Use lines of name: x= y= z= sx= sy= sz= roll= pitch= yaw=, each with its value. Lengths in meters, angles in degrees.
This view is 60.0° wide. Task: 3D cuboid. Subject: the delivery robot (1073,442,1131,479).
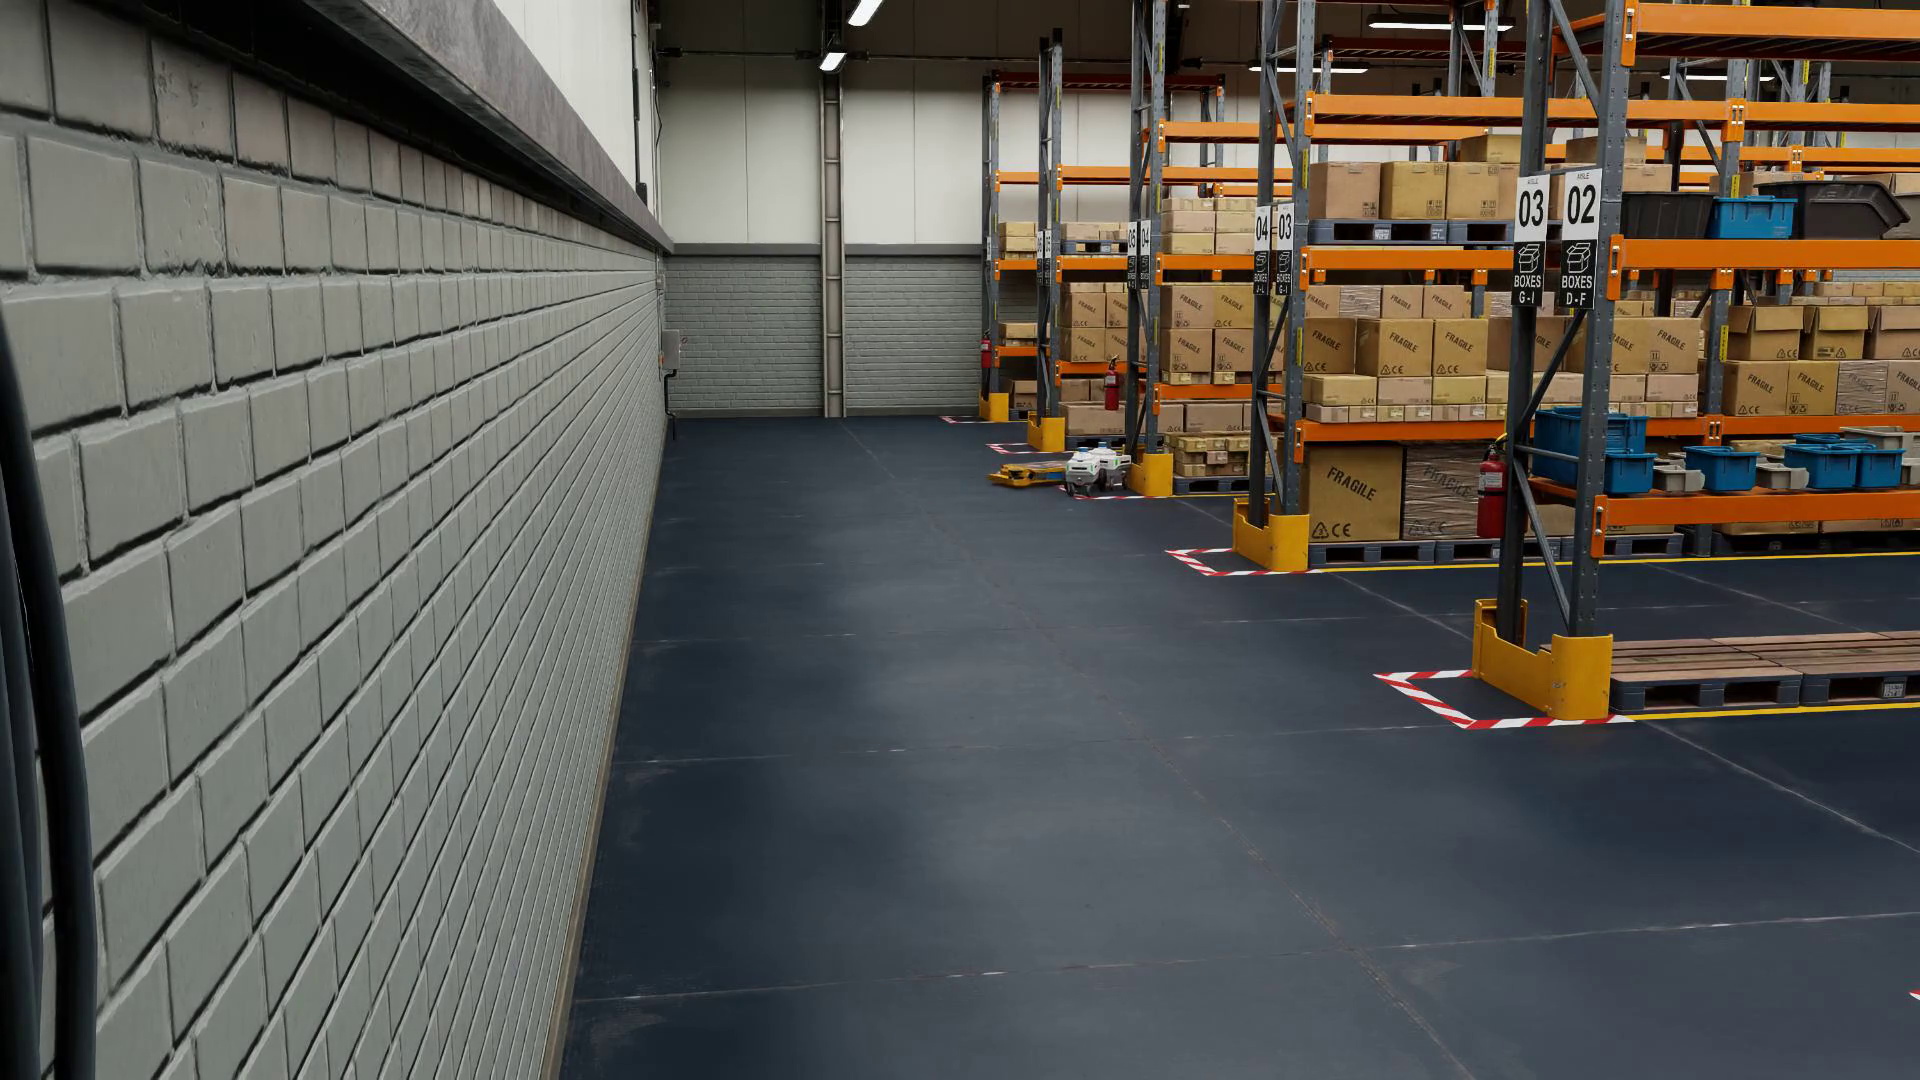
delivery robot: x=1.734 y=-0.950 z=20.286 sx=0.707 sy=0.478 sz=0.477 roll=8 pitch=12 yaw=41

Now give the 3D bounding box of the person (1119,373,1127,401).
person: x=2.525 y=-2.506 z=26.088 sx=0.998 sy=1.889 sz=0.580 roll=-2 pitch=9 yaw=-11

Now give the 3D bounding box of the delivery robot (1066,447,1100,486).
delivery robot: x=1.460 y=-0.860 z=19.734 sx=0.477 sy=0.478 sz=0.707 roll=2 pitch=9 yaw=11

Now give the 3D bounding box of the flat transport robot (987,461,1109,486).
flat transport robot: x=1.120 y=-0.849 z=20.827 sx=1.431 sy=0.197 sz=0.652 roll=-5 pitch=10 yaw=-28
